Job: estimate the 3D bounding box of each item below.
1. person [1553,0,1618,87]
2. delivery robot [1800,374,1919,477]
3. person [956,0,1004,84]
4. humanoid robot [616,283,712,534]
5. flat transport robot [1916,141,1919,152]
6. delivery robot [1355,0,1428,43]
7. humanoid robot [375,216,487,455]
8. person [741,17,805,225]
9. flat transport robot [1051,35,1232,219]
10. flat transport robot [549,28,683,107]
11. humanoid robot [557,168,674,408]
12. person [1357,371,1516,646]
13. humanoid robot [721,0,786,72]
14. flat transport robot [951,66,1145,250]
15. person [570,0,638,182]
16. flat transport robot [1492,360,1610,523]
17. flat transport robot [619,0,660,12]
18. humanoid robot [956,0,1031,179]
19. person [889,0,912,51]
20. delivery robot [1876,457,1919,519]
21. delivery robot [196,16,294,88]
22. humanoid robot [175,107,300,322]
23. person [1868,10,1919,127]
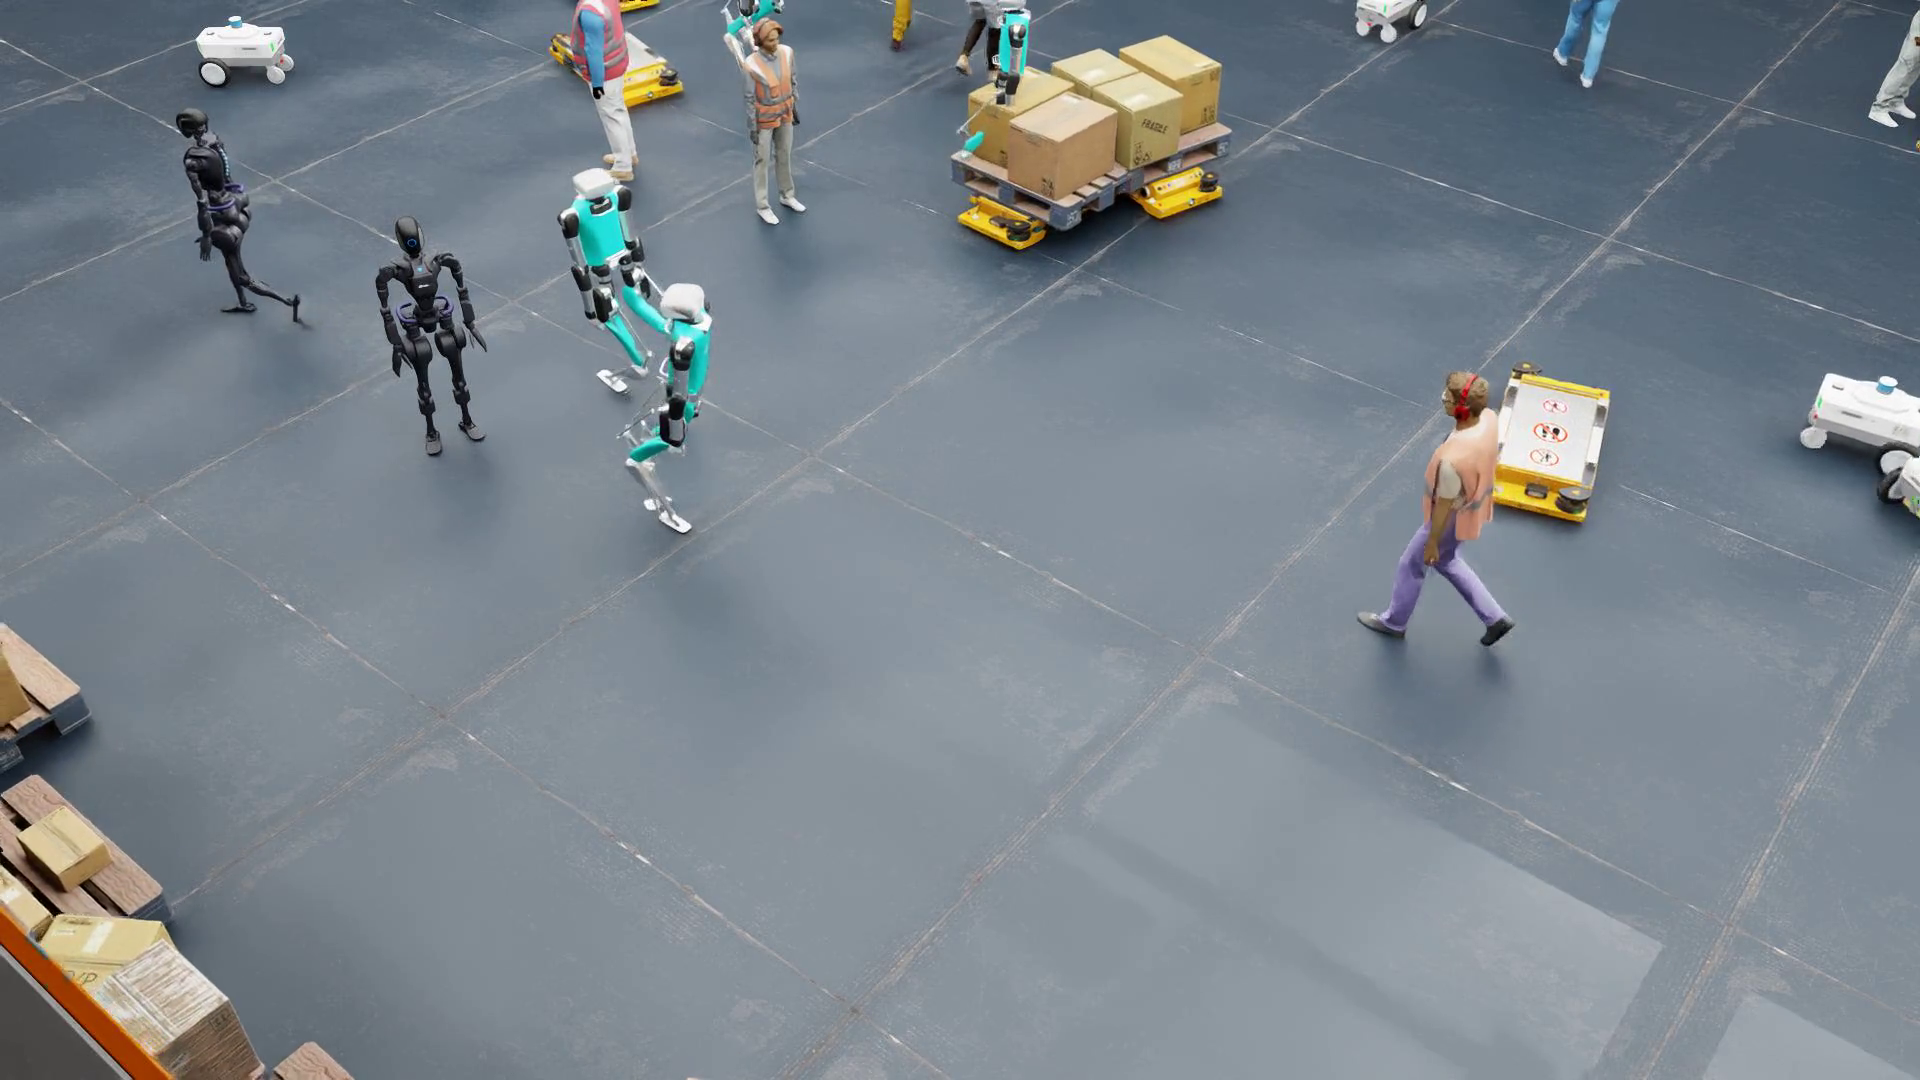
[{"bbox_3d":[5.686,-4.956,14.810,0.500,1.687,0.765,3,40,4],"label":"person"},{"bbox_3d":[5.927,-0.782,10.776,0.789,0.593,0.499,22,45,24],"label":"delivery robot"},{"bbox_3d":[0.231,-4.818,14.649,0.415,1.684,0.544,-33,50,-32],"label":"person"},{"bbox_3d":[-1.806,-0.736,9.823,0.833,1.797,0.598,4,40,4],"label":"humanoid robot"},{"bbox_3d":[8.775,-3.129,13.759,1.431,0.231,0.659,6,41,6],"label":"flat transport robot"},{"bbox_3d":[4.104,-5.136,15.887,0.499,0.578,0.750,30,49,31],"label":"delivery robot"},{"bbox_3d":[-3.329,-1.307,10.517,0.599,1.657,0.315,-20,44,-22],"label":"humanoid robot"},{"bbox_3d":[-1.450,-3.236,12.829,0.311,1.633,0.515,31,49,31],"label":"person"},{"bbox_3d":[1.447,-3.100,13.724,0.659,0.231,1.431,-24,46,-26],"label":"flat transport robot"},{"bbox_3d":[-3.160,-4.350,15.195,0.659,0.231,1.431,-25,46,-26],"label":"flat transport robot"},{"bbox_3d":[-2.078,-1.493,10.738,1.030,1.763,0.540,30,49,31],"label":"humanoid robot"},{"bbox_3d":[2.706,-0.108,9.014,0.772,1.816,0.560,24,46,26],"label":"person"},{"bbox_3d":[-1.841,-4.768,14.493,0.709,1.714,0.530,29,48,29],"label":"humanoid robot"},{"bbox_3d":[0.703,-2.764,13.329,0.659,0.231,1.431,31,49,31],"label":"flat transport robot"},{"bbox_3d":[-2.864,-3.775,13.318,0.434,1.833,0.629,2,40,2],"label":"person"},{"bbox_3d":[3.832,-0.661,10.856,0.659,0.231,1.431,15,43,17],"label":"flat transport robot"},{"bbox_3d":[-3.616,-5.629,16.700,0.659,0.231,1.431,-22,45,-24],"label":"flat transport robot"},{"bbox_3d":[0.208,-3.368,12.968,0.658,1.873,0.540,-1,40,-1],"label":"humanoid robot"},{"bbox_3d":[-0.584,-5.396,15.305,0.592,1.709,0.871,14,42,16],"label":"person"},{"bbox_3d":[6.150,-0.328,10.259,0.815,0.614,0.499,-9,41,-10],"label":"delivery robot"},{"bbox_3d":[-6.520,-4.436,15.091,0.808,0.614,0.499,0,40,0],"label":"delivery robot"},{"bbox_3d":[-5.101,-2.277,11.692,0.681,1.637,0.603,1,40,2],"label":"humanoid robot"},{"bbox_3d":[8.223,-4.357,14.074,0.483,1.738,0.340,-26,47,-28],"label":"person"}]
